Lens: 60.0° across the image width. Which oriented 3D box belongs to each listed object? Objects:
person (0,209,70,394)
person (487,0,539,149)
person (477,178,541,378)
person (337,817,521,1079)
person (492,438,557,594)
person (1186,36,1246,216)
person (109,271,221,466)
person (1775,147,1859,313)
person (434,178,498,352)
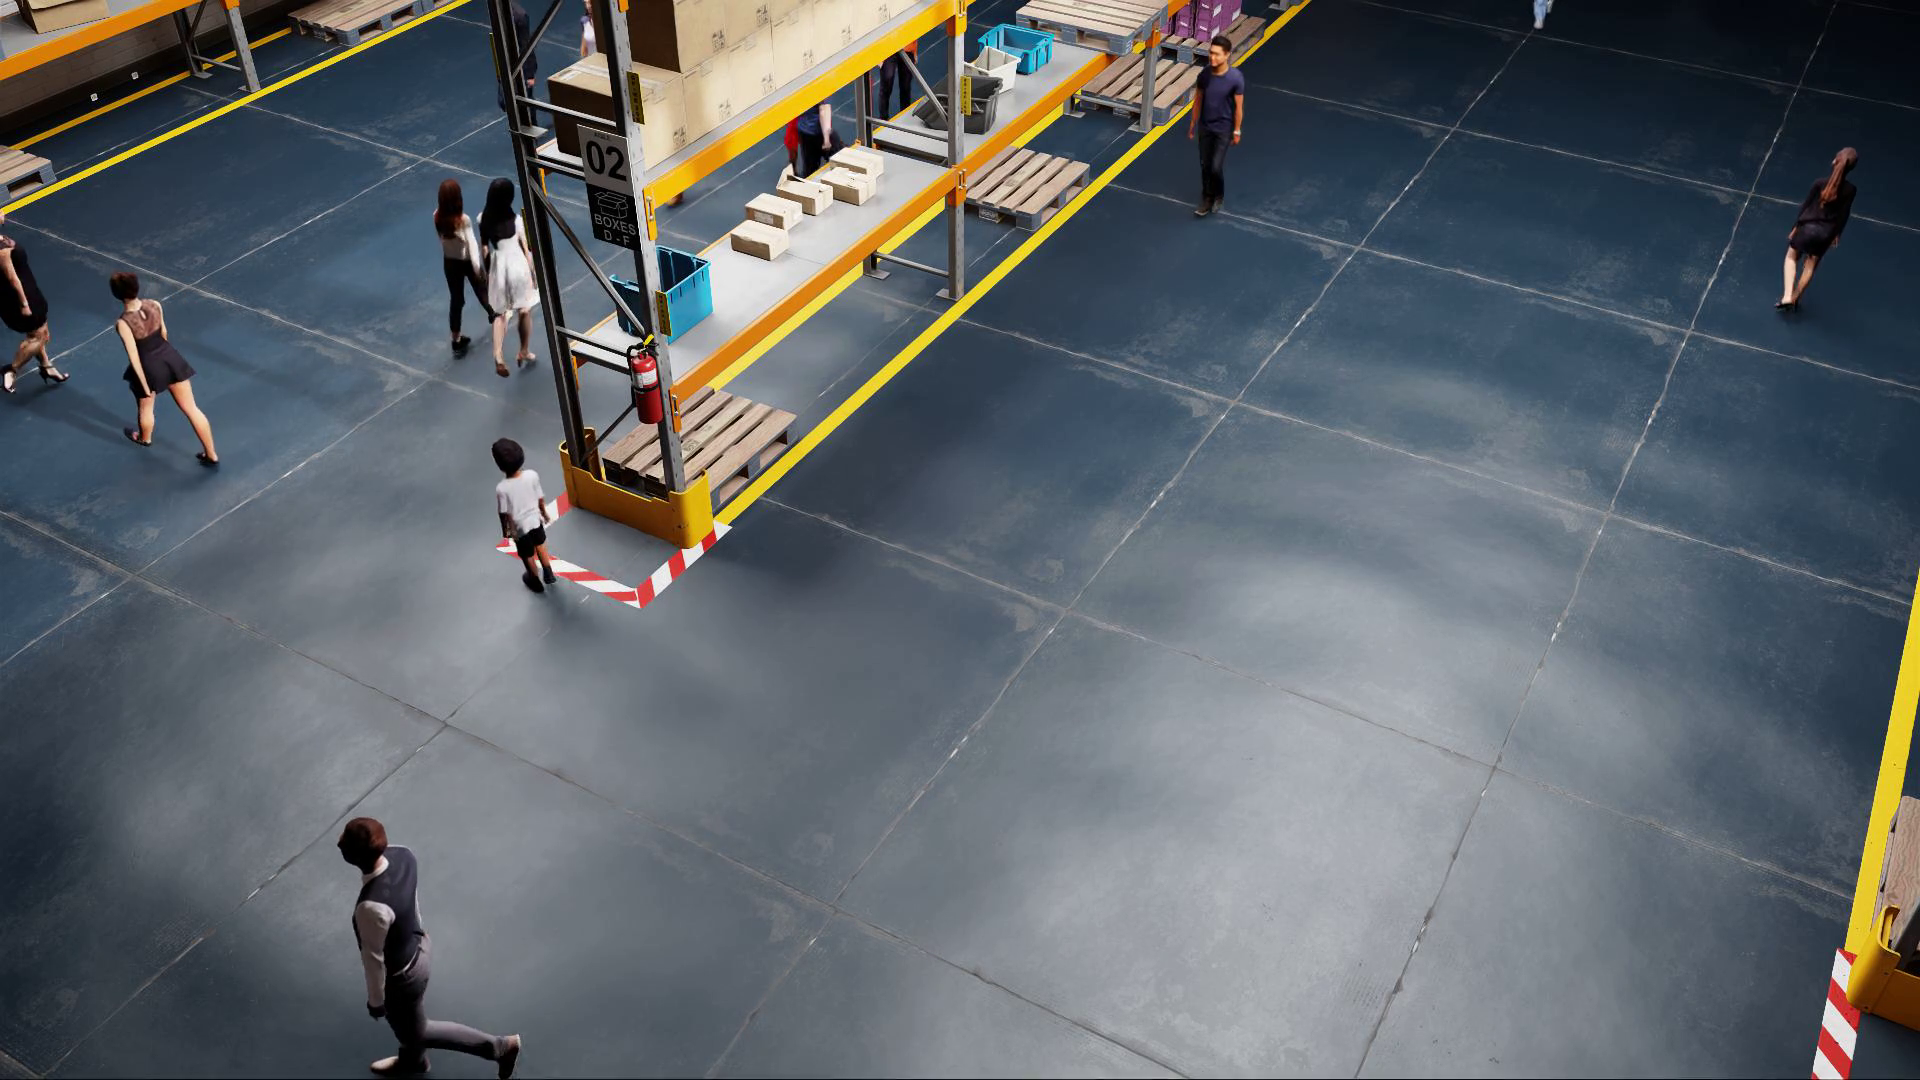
[{"bbox_3d":[-7.558,-1.878,13.182,0.717,1.702,0.883,26,46,29],"label":"person"},{"bbox_3d":[-4.431,-4.801,16.775,0.727,1.786,0.727,14,41,17],"label":"person"},{"bbox_3d":[-3.616,-2.037,13.343,0.848,1.750,1.070,4,39,5],"label":"person"},{"bbox_3d":[-2.633,2.063,8.077,1.097,1.915,1.111,-3,39,-3],"label":"person"},{"bbox_3d":[-2.941,-0.129,11.353,0.555,1.251,0.639,-29,47,-31],"label":"person"},{"bbox_3d":[2.454,-3.900,15.653,0.685,1.778,0.649,25,45,28],"label":"person"},{"bbox_3d":[-5.931,-1.243,12.440,0.640,1.636,0.997,19,42,22],"label":"person"},{"bbox_3d":[7.322,-2.613,14.225,0.599,1.550,0.718,14,41,17],"label":"person"},{"bbox_3d":[-4.204,-2.265,13.870,0.718,1.448,1.035,9,40,12],"label":"person"}]
